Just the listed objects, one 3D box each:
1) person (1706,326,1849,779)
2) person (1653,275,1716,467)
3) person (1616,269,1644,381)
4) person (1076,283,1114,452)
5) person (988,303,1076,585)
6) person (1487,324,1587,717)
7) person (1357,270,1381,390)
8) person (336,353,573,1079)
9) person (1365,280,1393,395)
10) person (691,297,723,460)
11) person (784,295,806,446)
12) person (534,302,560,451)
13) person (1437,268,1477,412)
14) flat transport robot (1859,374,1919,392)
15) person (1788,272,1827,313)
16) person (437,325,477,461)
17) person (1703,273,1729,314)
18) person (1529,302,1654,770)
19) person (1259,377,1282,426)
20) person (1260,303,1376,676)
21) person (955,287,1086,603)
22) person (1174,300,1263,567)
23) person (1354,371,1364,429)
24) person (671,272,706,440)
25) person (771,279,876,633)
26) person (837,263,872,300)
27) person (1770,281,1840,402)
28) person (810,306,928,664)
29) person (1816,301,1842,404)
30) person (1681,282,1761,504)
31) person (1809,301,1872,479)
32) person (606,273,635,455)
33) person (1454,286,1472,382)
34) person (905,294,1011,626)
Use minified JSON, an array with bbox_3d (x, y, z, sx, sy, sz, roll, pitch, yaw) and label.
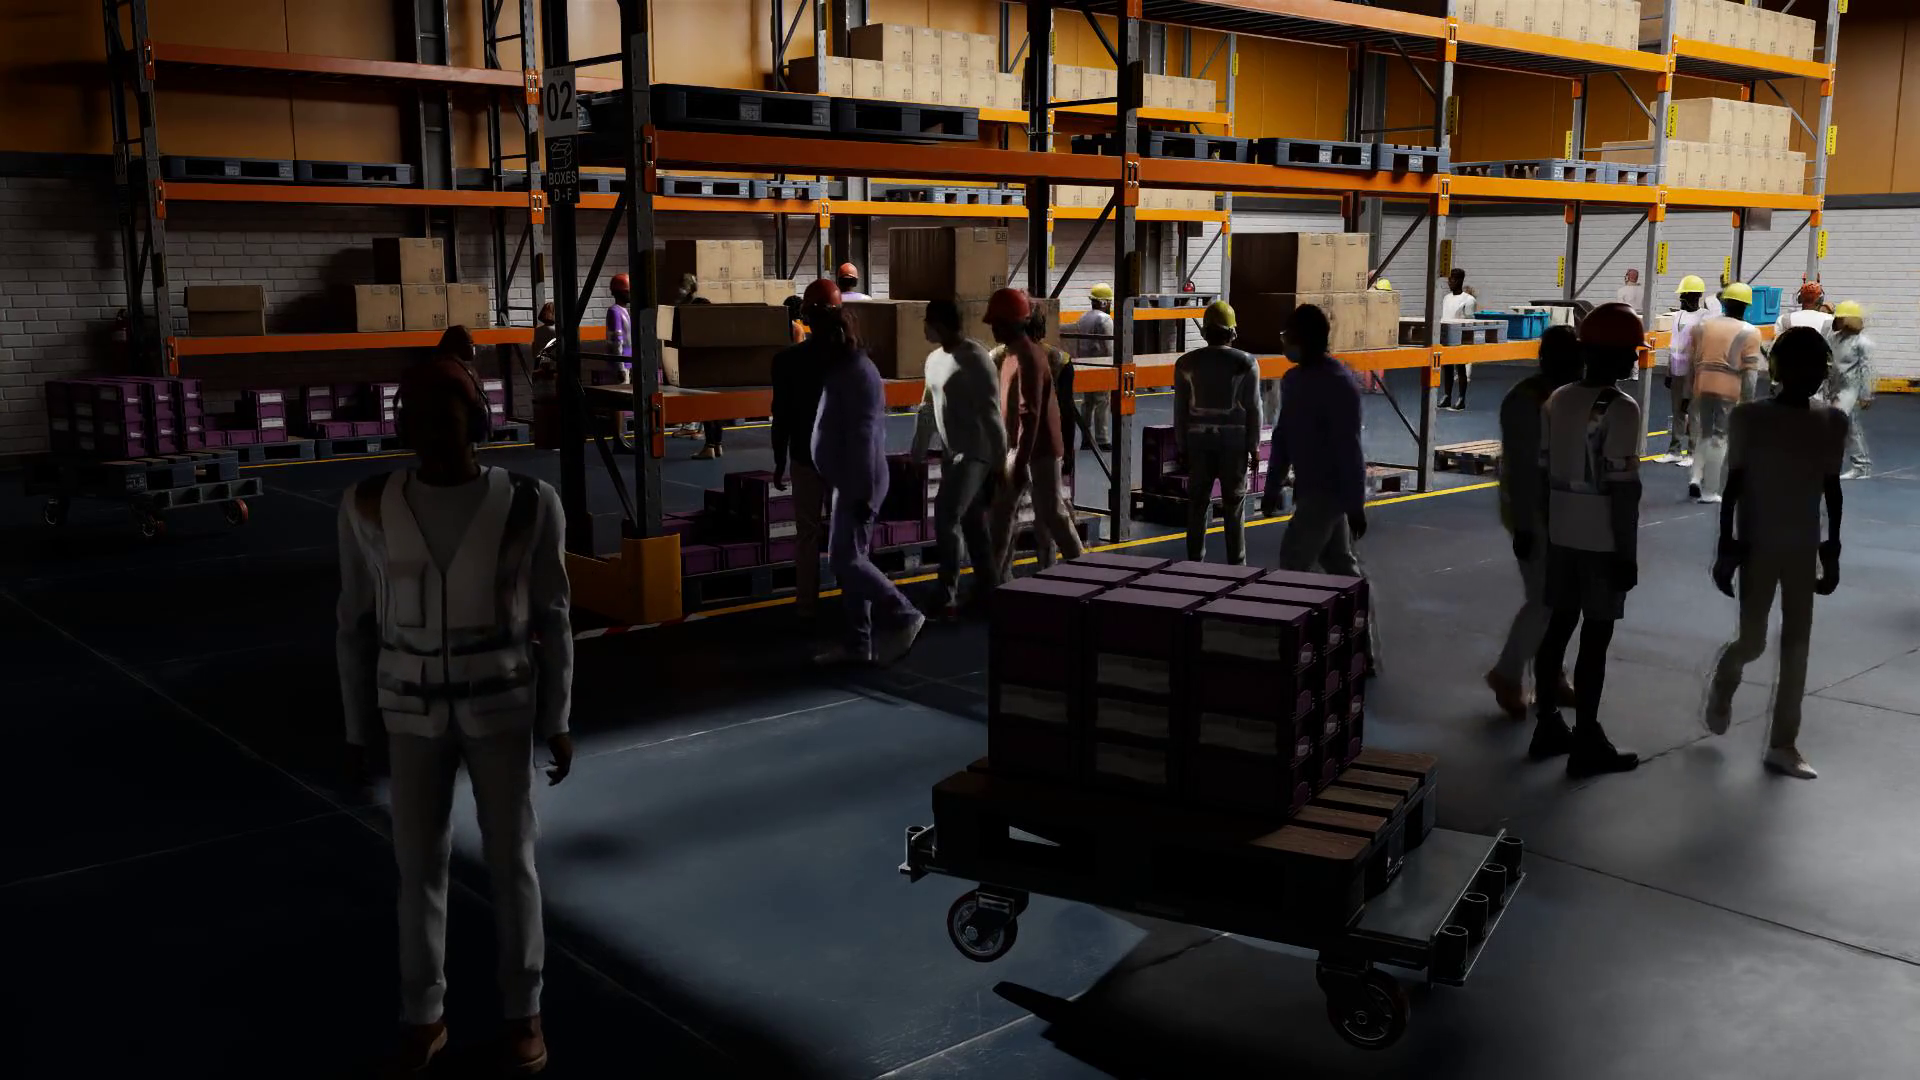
[{"bbox_3d":[3.385,0.033,6.918,0.579,1.847,0.546,0,10,1],"label":"person"},{"bbox_3d":[7.373,-1.708,16.866,0.370,1.928,0.585,-3,10,-16],"label":"person"},{"bbox_3d":[11.379,-3.651,28.304,0.640,1.910,0.401,-3,10,-17],"label":"person"},{"bbox_3d":[1.516,-1.872,18.110,0.404,1.829,0.600,-6,11,-30],"label":"person"},{"bbox_3d":[0.431,-0.579,10.553,0.619,1.835,0.430,3,10,18],"label":"person"},{"bbox_3d":[2.702,-0.074,7.621,0.711,1.819,0.432,-8,13,-40],"label":"person"},{"bbox_3d":[6.560,-3.333,26.442,0.639,1.911,0.406,7,12,36],"label":"person"},{"bbox_3d":[-1.292,0.463,4.283,0.583,1.883,0.337,-1,10,-6],"label":"person"},{"bbox_3d":[6.438,-3.096,25.479,0.324,1.764,0.533,-5,11,-28],"label":"person"},{"bbox_3d":[-2.673,-1.689,17.434,0.317,1.695,0.540,2,10,13],"label":"person"},{"bbox_3d":[-1.885,-1.892,18.654,0.322,1.686,0.533,-5,11,-28],"label":"person"},{"bbox_3d":[-4.480,-1.787,18.228,0.492,1.625,0.284,8,13,40],"label":"person"},{"bbox_3d":[6.793,-2.744,22.841,0.377,1.959,0.603,-5,11,-25],"label":"person"},{"bbox_3d":[14.613,-2.486,26.265,0.652,0.197,1.431,2,10,13],"label":"flat transport robot"},{"bbox_3d":[12.769,-3.110,25.076,0.543,1.929,0.372,9,13,44],"label":"person"},{"bbox_3d":[-3.593,-0.723,11.962,0.268,1.632,0.507,-6,12,-33],"label":"person"},{"bbox_3d":[10.912,-2.870,23.758,0.607,1.897,0.641,5,11,28],"label":"person"},{"bbox_3d":[2.648,-0.016,6.934,0.367,1.935,0.552,-3,10,-16],"label":"person"},{"bbox_3d":[3.244,-1.702,17.719,0.421,1.625,0.528,-4,10,-22],"label":"person"},{"bbox_3d":[1.675,-0.212,8.206,0.968,1.883,0.717,-1,10,-9],"label":"person"},{"bbox_3d":[0.378,-0.527,9.906,1.003,1.930,0.645,-2,10,-13],"label":"person"},{"bbox_3d":[1.698,-0.646,10.916,0.586,1.837,0.403,4,10,21],"label":"person"},{"bbox_3d":[4.861,-2.192,20.569,0.285,1.632,0.498,1,10,4],"label":"person"},{"bbox_3d":[-3.127,-2.128,19.301,0.673,1.937,0.408,8,12,38],"label":"person"},{"bbox_3d":[-0.762,-0.467,9.409,0.609,1.996,0.379,-2,10,-11],"label":"person"},{"bbox_3d":[-1.309,-2.223,19.543,0.603,2.045,0.374,-2,10,-14],"label":"person"},{"bbox_3d":[8.098,-1.531,15.968,0.577,1.880,0.349,5,11,29],"label":"person"},{"bbox_3d":[-0.511,-0.273,8.656,0.524,1.877,0.684,-1,10,-8],"label":"person"},{"bbox_3d":[9.405,-1.781,18.142,0.521,1.639,0.311,9,13,44],"label":"person"},{"bbox_3d":[6.548,-1.261,14.316,0.474,1.899,0.618,-8,12,-39],"label":"person"},{"bbox_3d":[8.270,-1.386,15.672,0.922,1.694,0.503,-2,10,-11],"label":"person"},{"bbox_3d":[-3.626,-1.891,17.909,0.364,1.939,0.542,-1,10,-6],"label":"person"},{"bbox_3d":[8.431,-3.456,27.957,0.433,1.623,0.538,-2,10,-13],"label":"person"},{"bbox_3d":[-0.069,-0.453,9.586,0.839,1.900,0.681,-5,11,-27],"label":"person"}]
